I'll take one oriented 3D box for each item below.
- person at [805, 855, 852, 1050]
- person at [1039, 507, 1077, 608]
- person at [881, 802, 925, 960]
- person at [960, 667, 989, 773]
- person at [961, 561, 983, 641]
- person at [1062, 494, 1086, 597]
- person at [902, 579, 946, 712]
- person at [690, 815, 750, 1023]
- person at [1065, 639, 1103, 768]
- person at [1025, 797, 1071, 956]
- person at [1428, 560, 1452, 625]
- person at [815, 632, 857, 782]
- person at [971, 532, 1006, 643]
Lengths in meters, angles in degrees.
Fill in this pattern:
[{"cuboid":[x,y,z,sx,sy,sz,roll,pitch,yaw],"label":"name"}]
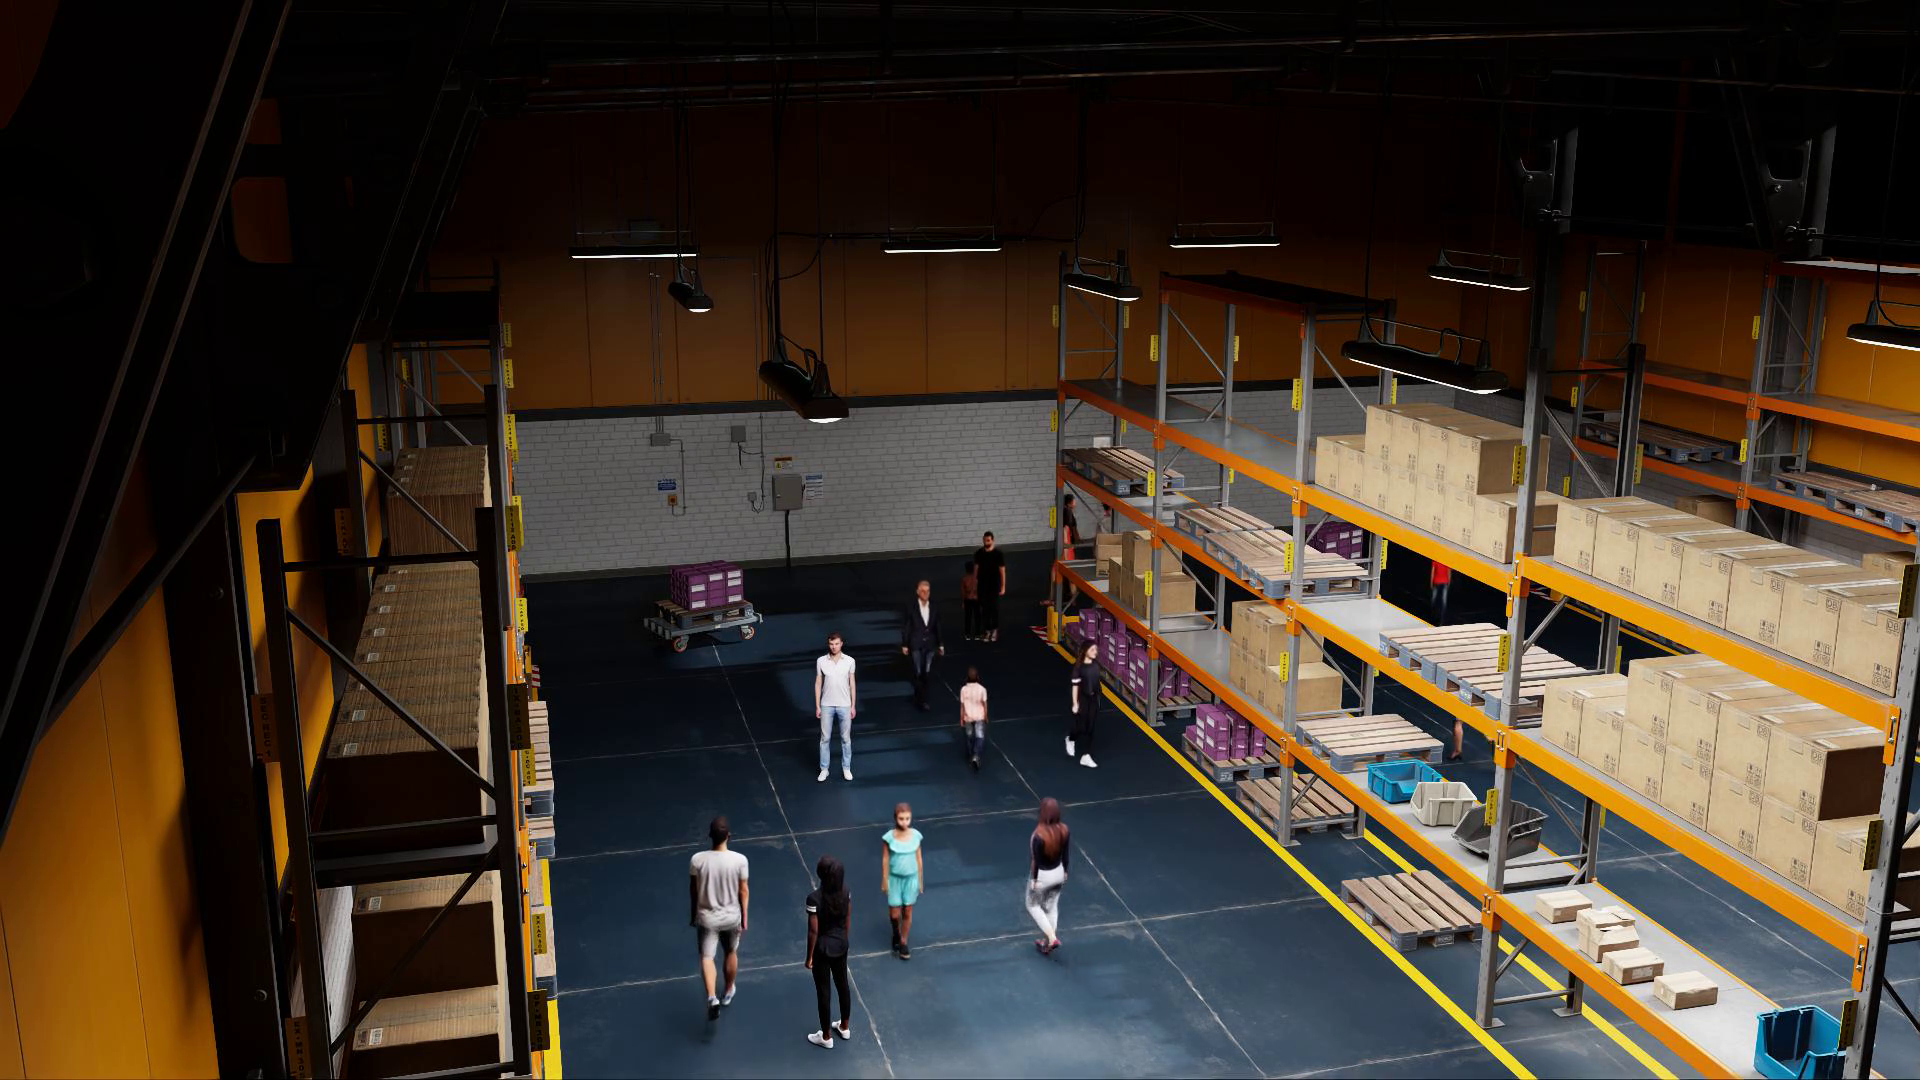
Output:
[{"cuboid":[-1.120,3.506,14.267,0.707,1.729,0.727,-12,18,-41],"label":"person"},{"cuboid":[1.825,0.302,27.555,0.890,1.702,0.877,4,14,18],"label":"person"},{"cuboid":[-0.557,3.209,15.863,0.574,1.554,0.582,-2,14,-9],"label":"person"},{"cuboid":[0.173,2.214,20.528,0.688,1.293,0.892,1,14,6],"label":"person"},{"cuboid":[0.192,0.936,25.889,0.574,1.253,0.559,1,14,3],"label":"person"},{"cuboid":[1.779,0.091,28.273,0.713,1.775,0.586,-6,15,-24],"label":"person"},{"cuboid":[-0.539,1.399,22.829,0.735,1.794,1.036,-5,14,-19],"label":"person"},{"cuboid":[-2.137,3.356,14.663,0.773,1.834,1.085,-1,14,-6],"label":"person"},{"cuboid":[1.513,2.002,20.684,0.777,1.631,0.893,-10,17,-36],"label":"person"},{"cuboid":[0.852,3.219,15.730,0.701,1.598,0.767,-9,16,-32],"label":"person"},{"cuboid":[7.732,0.722,26.706,0.694,1.285,0.910,2,14,8],"label":"person"},{"cuboid":[-1.511,2.006,20.199,0.681,1.851,0.598,-1,14,-5],"label":"person"},{"cuboid":[0.479,0.705,25.791,0.754,1.749,0.794,6,15,22],"label":"person"}]
